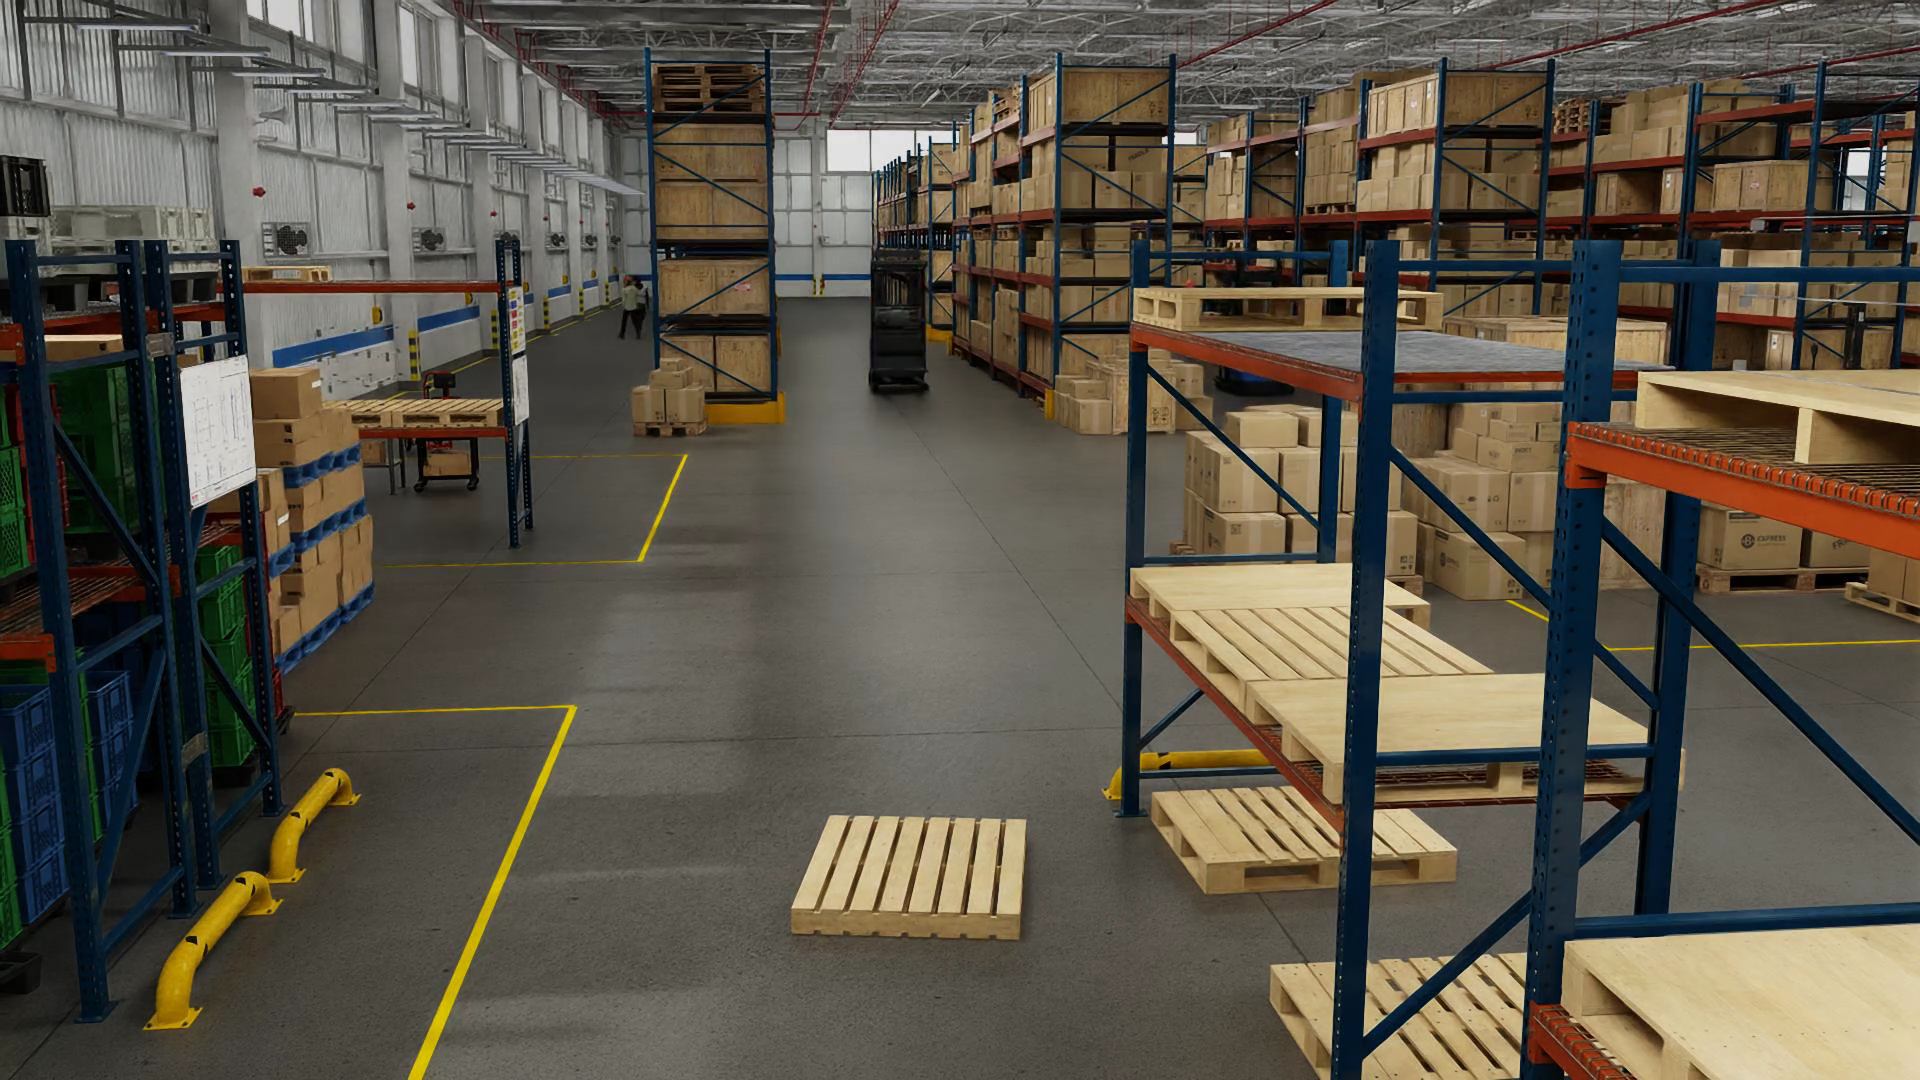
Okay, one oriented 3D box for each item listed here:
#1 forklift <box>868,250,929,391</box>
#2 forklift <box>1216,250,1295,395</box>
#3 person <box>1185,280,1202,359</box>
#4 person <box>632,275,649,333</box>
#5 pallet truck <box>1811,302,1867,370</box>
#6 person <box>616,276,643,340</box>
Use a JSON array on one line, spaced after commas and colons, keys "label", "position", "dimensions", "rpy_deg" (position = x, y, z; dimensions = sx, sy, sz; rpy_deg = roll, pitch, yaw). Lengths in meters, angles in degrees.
[{"label": "forklift", "position": [-1.286, -4.480, 33.755], "dimensions": [1.129, 2.768, 1.873], "rpy_deg": [-1, 10, -6]}, {"label": "forklift", "position": [5.878, -4.308, 32.803], "dimensions": [1.129, 2.768, 1.873], "rpy_deg": [-1, 10, -6]}, {"label": "person", "position": [5.868, -5.611, 42.392], "dimensions": [0.633, 2.023, 0.457], "rpy_deg": [-1, 10, -6]}, {"label": "person", "position": [-10.549, -7.772, 54.734], "dimensions": [0.599, 1.893, 0.649], "rpy_deg": [-5, 11, -26]}, {"label": "pallet truck", "position": [15.846, -3.142, 28.793], "dimensions": [1.885, 1.965, 0.823], "rpy_deg": [2, 10, 12]}, {"label": "person", "position": [-10.055, -7.039, 50.525], "dimensions": [0.927, 1.954, 0.630], "rpy_deg": [9, 14, 41]}]
